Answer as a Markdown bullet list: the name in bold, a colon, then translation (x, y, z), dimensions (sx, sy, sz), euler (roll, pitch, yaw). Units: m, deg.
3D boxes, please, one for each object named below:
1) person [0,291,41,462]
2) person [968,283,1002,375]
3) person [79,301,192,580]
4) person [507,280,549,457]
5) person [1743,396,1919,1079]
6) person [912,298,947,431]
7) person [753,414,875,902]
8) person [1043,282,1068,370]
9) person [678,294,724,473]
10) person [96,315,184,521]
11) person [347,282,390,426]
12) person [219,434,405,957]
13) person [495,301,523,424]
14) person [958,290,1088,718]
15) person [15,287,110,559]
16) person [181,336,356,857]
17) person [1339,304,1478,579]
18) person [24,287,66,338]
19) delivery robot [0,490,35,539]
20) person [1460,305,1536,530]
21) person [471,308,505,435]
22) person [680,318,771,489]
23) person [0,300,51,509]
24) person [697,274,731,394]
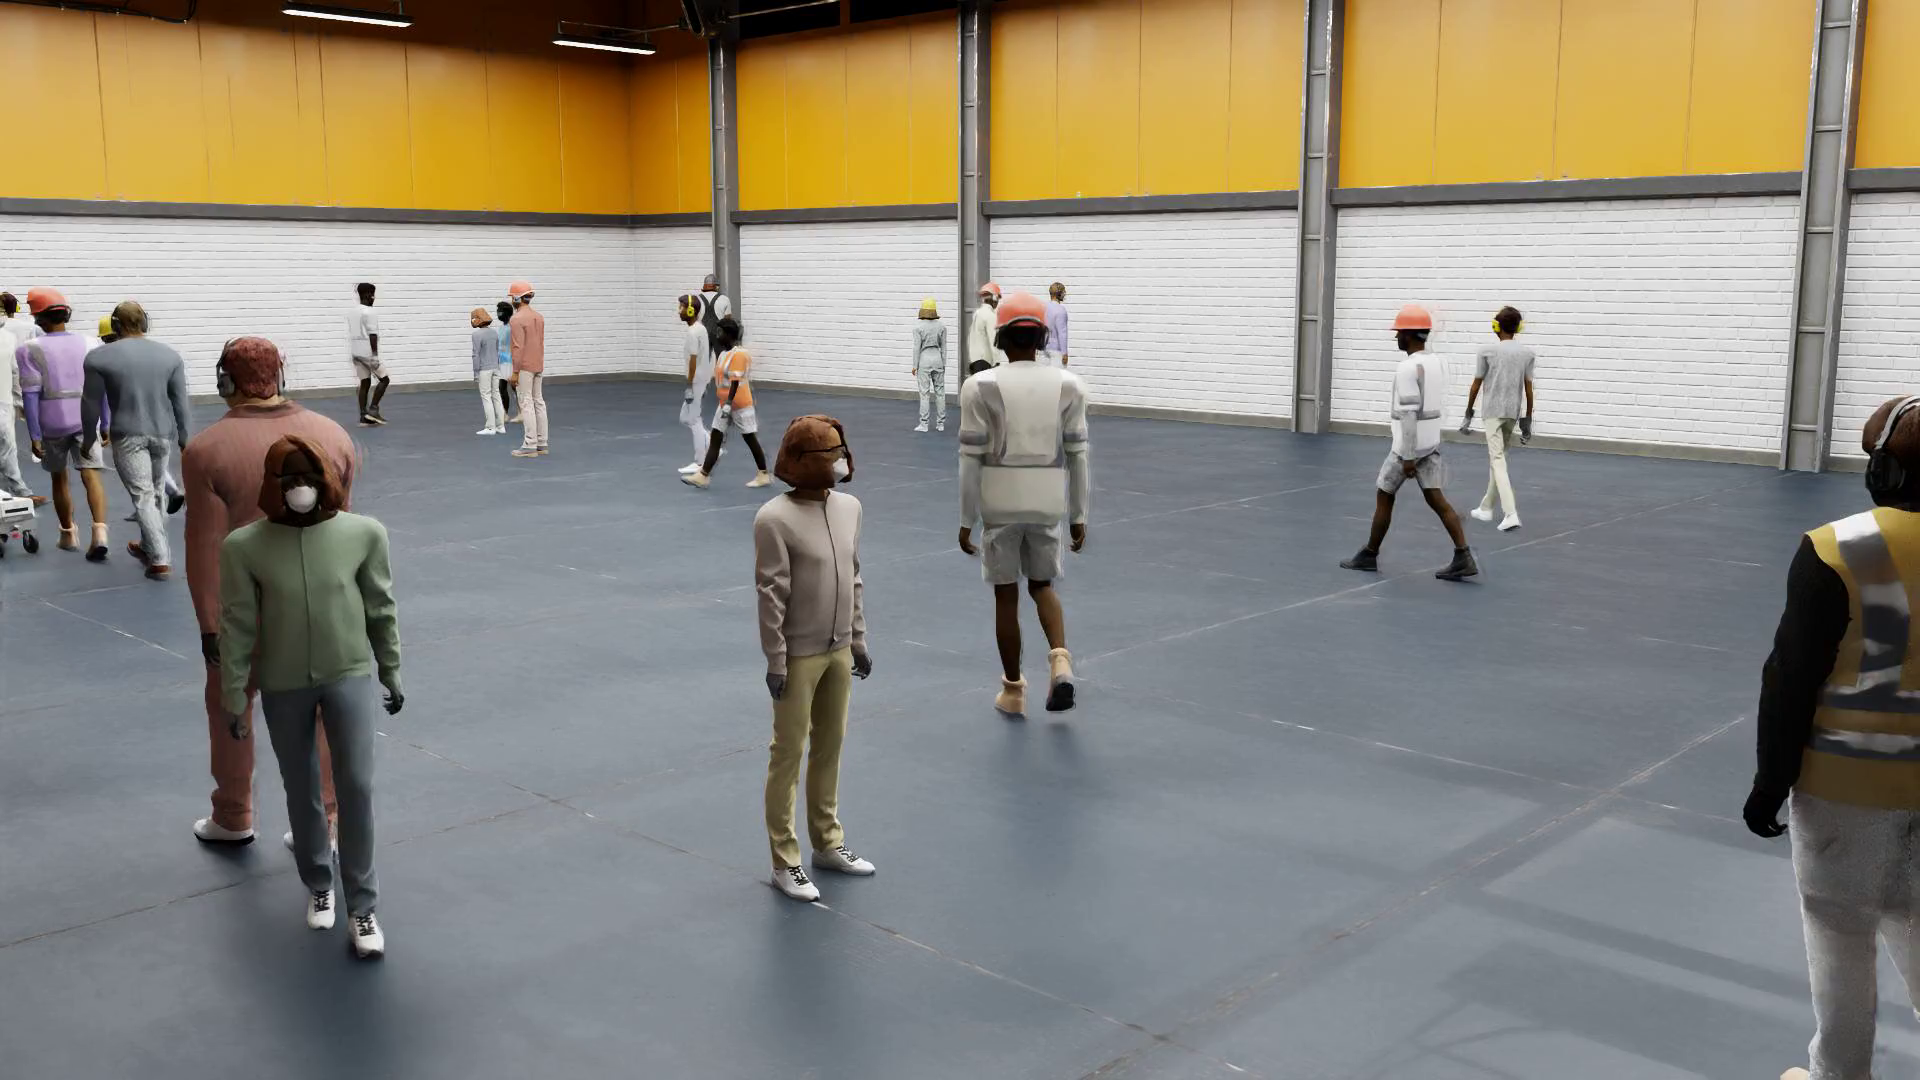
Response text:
- **person**: translation (-10.313, -1.765, 18.142), dimensions (0.511, 1.877, 0.328), euler (-7, 12, -39)
- **person**: translation (0.408, -2.270, 21.053), dimensions (0.899, 1.933, 0.689), euler (-2, 10, -14)
- **person**: translation (-5.732, -0.700, 11.544), dimensions (0.978, 1.892, 0.639), euler (8, 12, 41)
- **person**: translation (-4.918, -1.938, 18.835), dimensions (0.396, 1.992, 0.623), euler (2, 10, 15)
- **person**: translation (2.212, 0.571, 3.961), dimensions (0.629, 1.827, 0.476), euler (-1, 9, -9)
- **person**: translation (-0.405, -2.290, 21.763), dimensions (0.484, 1.745, 0.297), euler (-4, 10, -24)
- **person**: translation (-0.490, 0.388, 5.673), dimensions (0.280, 1.636, 0.500), euler (7, 11, 35)
- **person**: translation (1.346, -2.643, 23.333), dimensions (0.372, 1.940, 0.631), euler (-4, 10, -24)
- **person**: translation (-2.761, -1.613, 17.255), dimensions (0.402, 1.858, 0.553), euler (0, 9, -3)
- **person**: translation (-6.904, -1.006, 13.890), dimensions (0.496, 1.741, 0.540), euler (3, 10, 15)
- **person**: translation (-7.986, -2.500, 22.438), dimensions (0.640, 1.938, 0.478), euler (7, 12, 37)
- **person**: translation (-1.997, 0.481, 5.151), dimensions (0.532, 1.607, 0.700), euler (-4, 10, -21)
- **person**: translation (-6.221, -2.406, 22.687), dimensions (0.673, 1.677, 0.551), euler (-5, 10, -27)
- **person**: translation (0.295, -0.144, 7.766), dimensions (0.609, 2.025, 0.530), euler (-3, 10, -16)
- **person**: translation (-6.538, -0.854, 12.209), dimensions (0.621, 1.998, 1.040), euler (-8, 12, -39)
- **person**: translation (-2.532, 0.206, 6.037), dimensions (0.746, 1.880, 0.660), euler (9, 13, 44)
- **person**: translation (3.142, -0.666, 11.401), dimensions (1.014, 1.896, 0.557), euler (9, 13, 44)
- **person**: translation (-10.389, -1.897, 18.819), dimensions (0.405, 1.910, 0.587), euler (3, 10, 19)
- **delivery robot**: translation (-7.248, -0.214, 12.381), dimensions (0.707, 0.478, 0.477), euler (4, 10, 26)
- **person**: translation (4.443, -1.005, 13.650), dimensions (0.512, 1.830, 0.969), euler (-2, 9, -11)
- **person**: translation (-6.073, -2.155, 21.323), dimensions (0.308, 1.624, 0.492), euler (4, 10, 22)
- **person**: translation (-2.227, -1.296, 15.936), dimensions (0.872, 1.644, 0.535), euler (-6, 11, -31)
- **person**: translation (-8.602, -1.209, 14.725), dimensions (0.929, 1.903, 0.637), euler (1, 9, 7)
- **person**: translation (-4.199, -3.490, 28.209), dimensions (0.680, 2.000, 0.536), euler (0, 9, 0)
